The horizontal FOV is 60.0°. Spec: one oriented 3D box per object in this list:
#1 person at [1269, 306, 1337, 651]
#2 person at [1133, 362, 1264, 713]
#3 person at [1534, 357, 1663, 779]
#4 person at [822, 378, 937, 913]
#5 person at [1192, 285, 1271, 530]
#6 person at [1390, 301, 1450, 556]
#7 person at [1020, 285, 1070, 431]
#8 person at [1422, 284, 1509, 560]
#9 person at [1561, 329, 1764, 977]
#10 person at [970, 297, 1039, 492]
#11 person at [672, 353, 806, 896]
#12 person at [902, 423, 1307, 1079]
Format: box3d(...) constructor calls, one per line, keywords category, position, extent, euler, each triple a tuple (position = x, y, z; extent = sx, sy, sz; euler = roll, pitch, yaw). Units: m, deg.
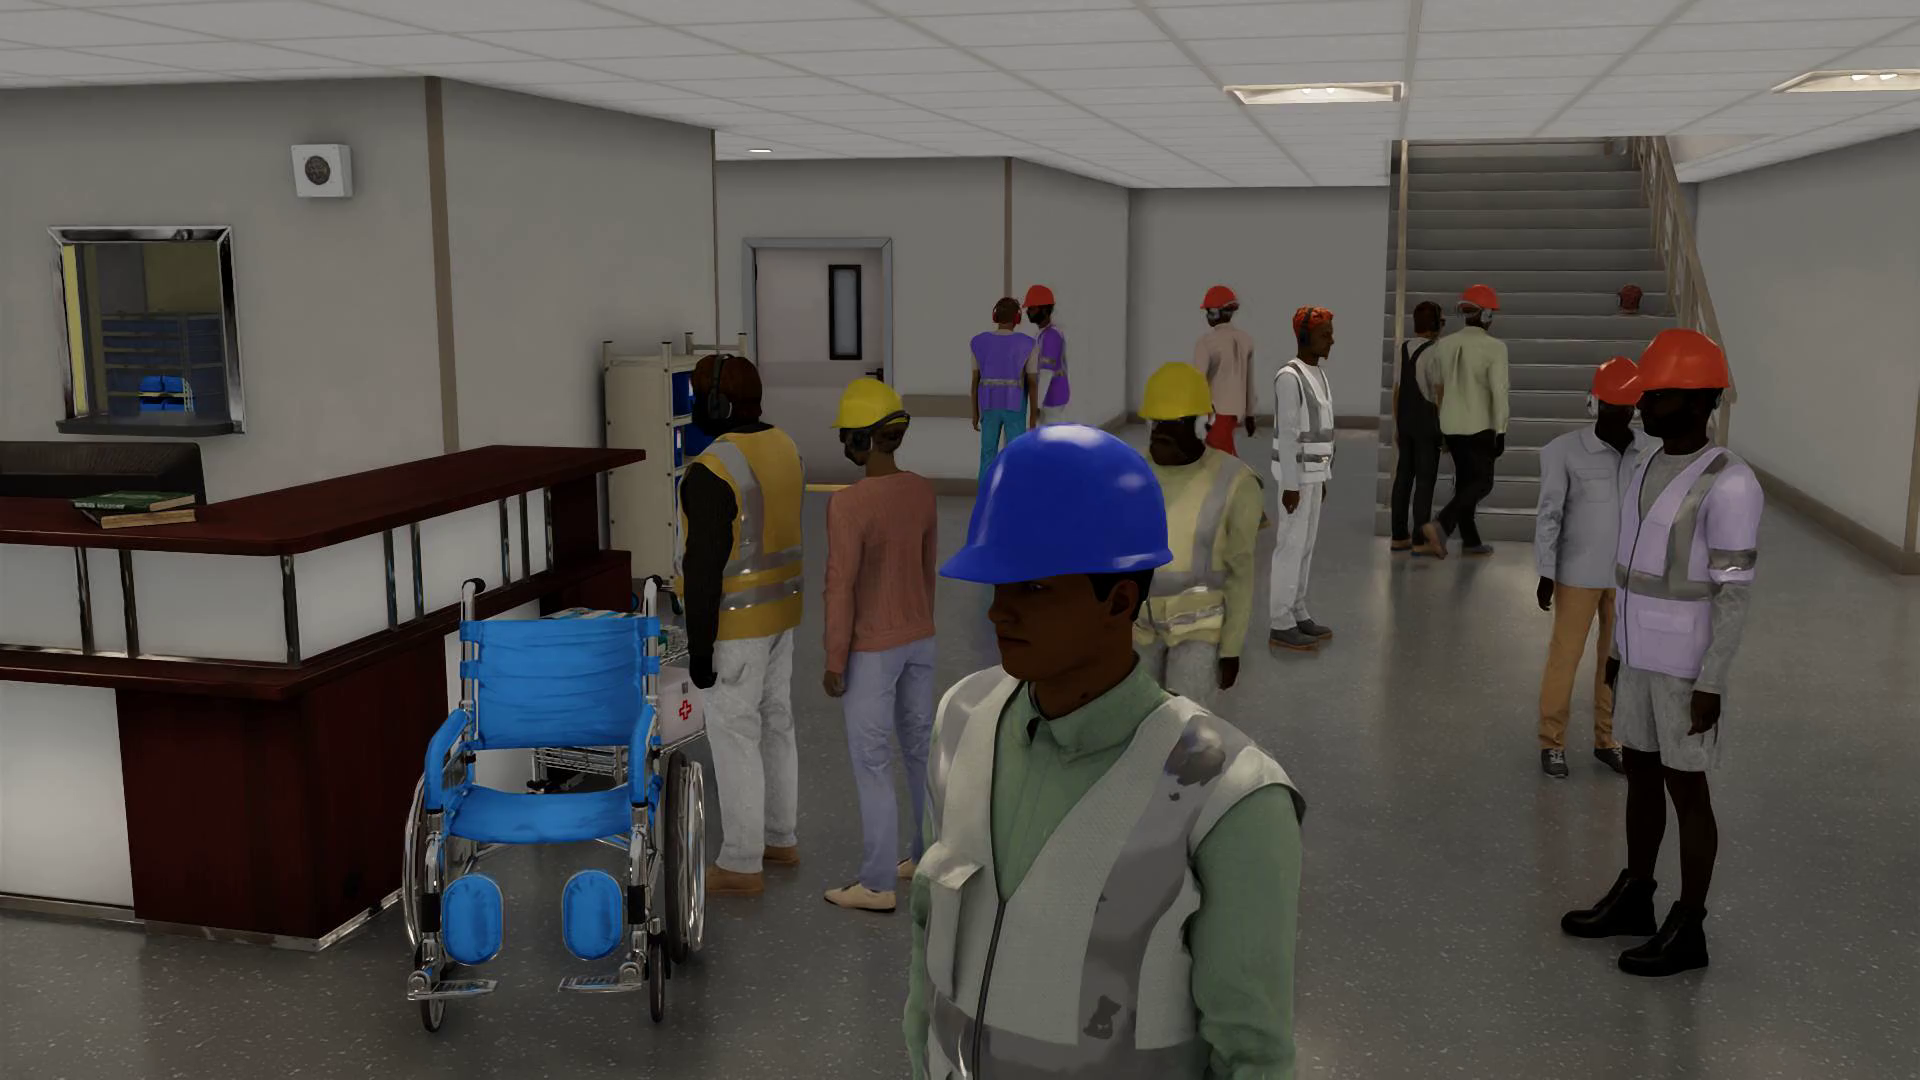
box3d(category="person", position=(1.902, -0.344, 9.203), extent=(0.342, 1.879, 0.587), euler=(5, 11, 27))
box3d(category="person", position=(0.785, 0.274, 5.814), extent=(0.595, 1.809, 0.686), euler=(7, 12, 35))
box3d(category="person", position=(2.655, 0.119, 6.857), extent=(0.572, 1.747, 0.342), euler=(-1, 10, -5))
box3d(category="person", position=(-0.274, 0.344, 5.532), extent=(0.349, 1.758, 0.522), euler=(7, 12, 35))
box3d(category="person", position=(2.066, -1.020, 13.044), extent=(1.087, 1.941, 0.623), euler=(9, 13, 44))
box3d(category="person", position=(3.335, -0.804, 12.047), extent=(0.342, 1.840, 0.506), euler=(-5, 11, -28))
box3d(category="person", position=(0.664, -1.193, 14.108), extent=(0.771, 1.905, 0.563), euler=(-2, 10, -12))
box3d(category="person", position=(3.544, -0.803, 11.679), extent=(0.755, 1.966, 0.629), euler=(-6, 11, -33))
box3d(category="person", position=(2.119, 0.340, 5.012), extent=(0.360, 1.939, 0.543), euler=(-2, 10, -11))
box3d(category="person", position=(0.357, -1.024, 13.361), extent=(0.559, 1.837, 0.393), euler=(2, 10, 13))
box3d(category="person", position=(-0.758, 0.285, 5.665), extent=(0.430, 1.836, 0.618), euler=(4, 10, 23))
box3d(category="person", position=(0.145, 0.818, 2.163), extent=(0.389, 1.949, 0.604), euler=(-9, 13, -44))
